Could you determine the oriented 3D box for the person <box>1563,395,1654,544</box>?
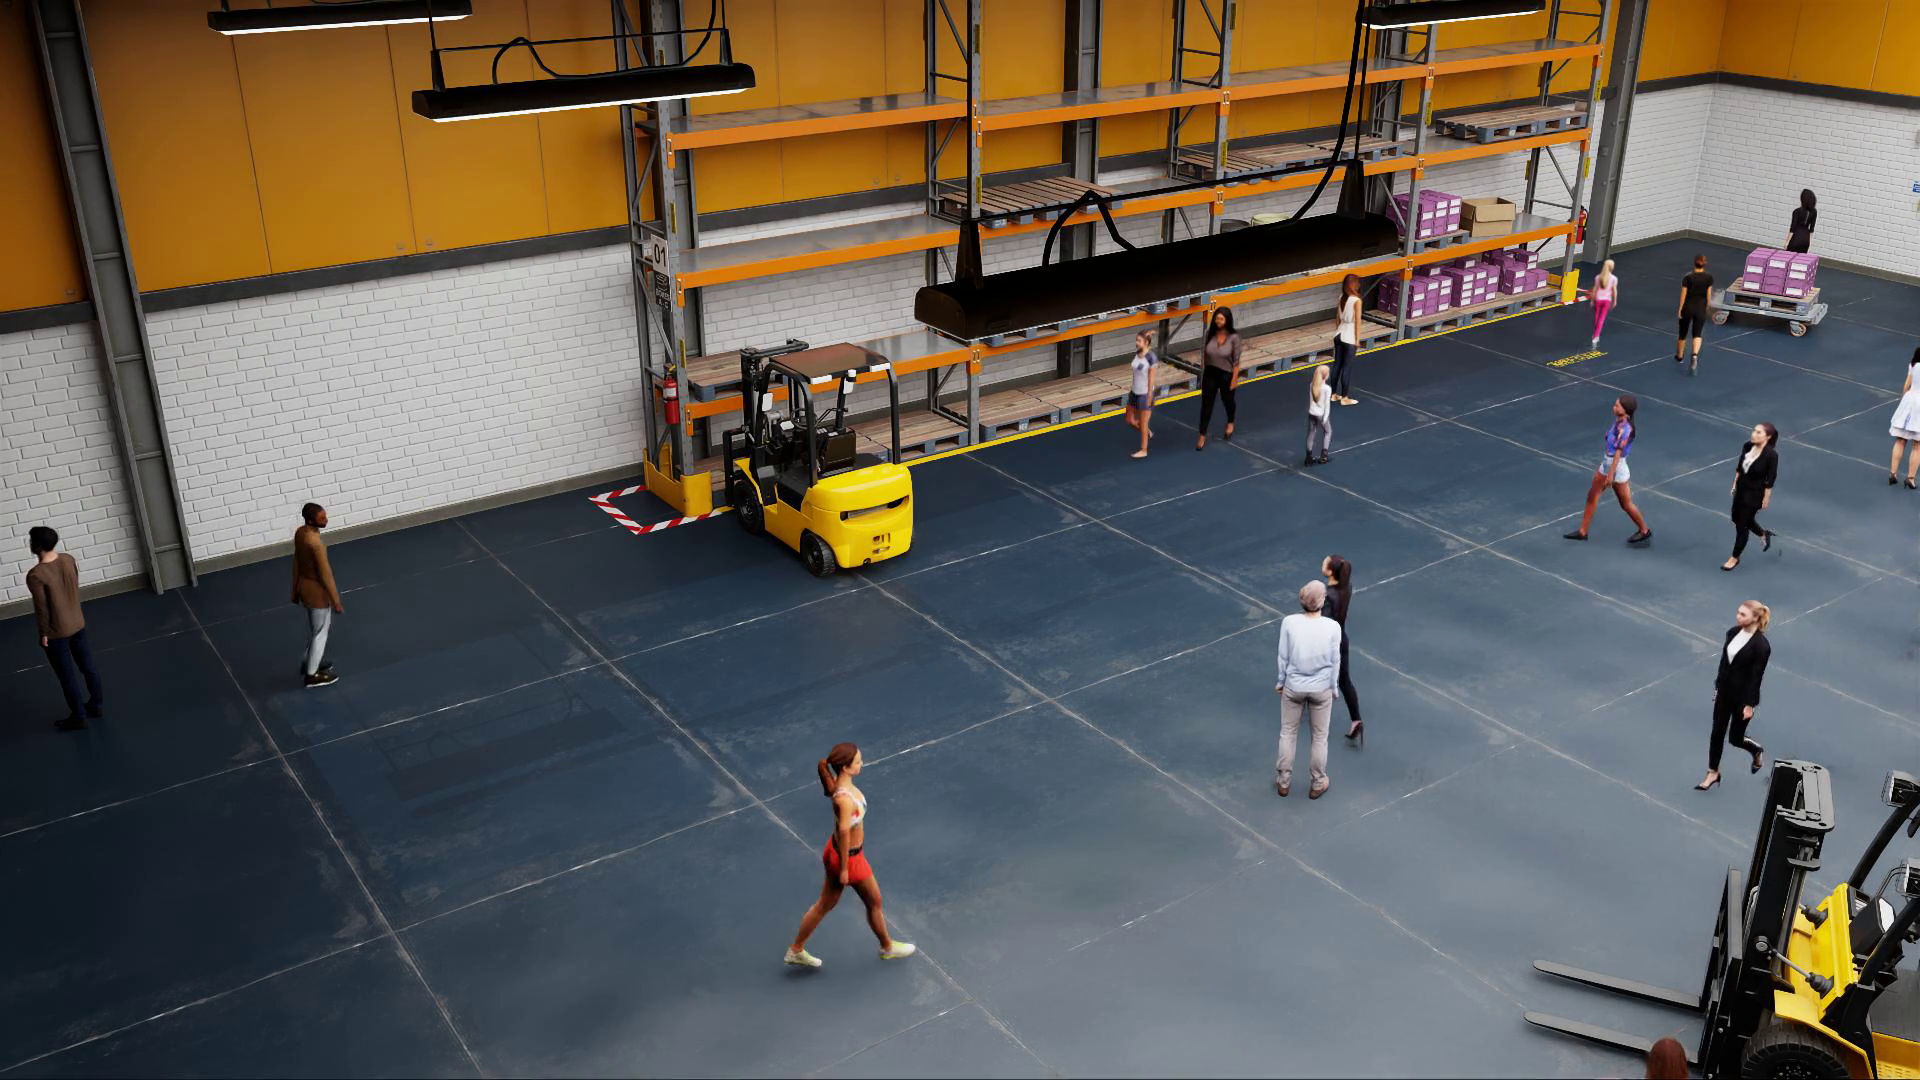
[{"bbox_3d":[7.176,-0.711,17.971,1.180,1.688,1.097,3,24,7],"label":"person"}]

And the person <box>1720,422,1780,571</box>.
[{"bbox_3d":[8.379,-0.471,17.482,1.005,1.641,0.784,-7,25,-16],"label":"person"}]

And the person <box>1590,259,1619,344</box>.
[{"bbox_3d":[9.695,-3.585,25.104,0.739,1.242,0.959,13,27,28],"label":"person"}]

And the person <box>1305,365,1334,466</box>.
[{"bbox_3d":[4.346,-1.514,20.337,0.546,1.266,0.656,22,32,40],"label":"person"}]

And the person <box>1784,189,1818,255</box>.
[{"bbox_3d":[13.744,-4.840,27.274,0.583,1.804,0.729,-4,24,-8],"label":"person"}]

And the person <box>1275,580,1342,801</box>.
[{"bbox_3d":[2.789,1.197,13.350,0.752,1.893,0.784,7,25,16],"label":"person"}]

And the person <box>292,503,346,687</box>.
[{"bbox_3d":[-5.903,0.509,15.062,0.680,1.782,0.632,18,30,36],"label":"person"}]

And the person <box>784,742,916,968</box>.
[{"bbox_3d":[-0.866,2.184,11.275,1.219,1.746,0.875,-5,24,-12],"label":"person"}]

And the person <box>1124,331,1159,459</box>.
[{"bbox_3d":[2.322,-1.814,20.591,0.668,1.611,0.581,-14,27,-28],"label":"person"}]

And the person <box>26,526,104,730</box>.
[{"bbox_3d":[-7.769,0.742,14.399,0.800,1.887,0.730,5,24,12],"label":"person"}]

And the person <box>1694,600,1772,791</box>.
[{"bbox_3d":[6.333,1.274,13.431,0.937,1.687,0.761,-8,25,-17],"label":"person"}]

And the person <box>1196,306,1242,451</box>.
[{"bbox_3d":[3.308,-2.038,20.889,1.043,1.782,1.274,11,26,23],"label":"person"}]

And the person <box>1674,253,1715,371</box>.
[{"bbox_3d":[10.544,-3.257,23.854,0.966,1.641,1.073,6,24,13],"label":"person"}]

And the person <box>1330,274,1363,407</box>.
[{"bbox_3d":[5.198,-2.707,22.416,0.552,1.785,0.603,-12,26,-25],"label":"person"}]

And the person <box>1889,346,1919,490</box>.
[{"bbox_3d":[11.265,-1.486,19.583,0.700,1.818,0.686,-15,28,-30],"label":"person"}]
